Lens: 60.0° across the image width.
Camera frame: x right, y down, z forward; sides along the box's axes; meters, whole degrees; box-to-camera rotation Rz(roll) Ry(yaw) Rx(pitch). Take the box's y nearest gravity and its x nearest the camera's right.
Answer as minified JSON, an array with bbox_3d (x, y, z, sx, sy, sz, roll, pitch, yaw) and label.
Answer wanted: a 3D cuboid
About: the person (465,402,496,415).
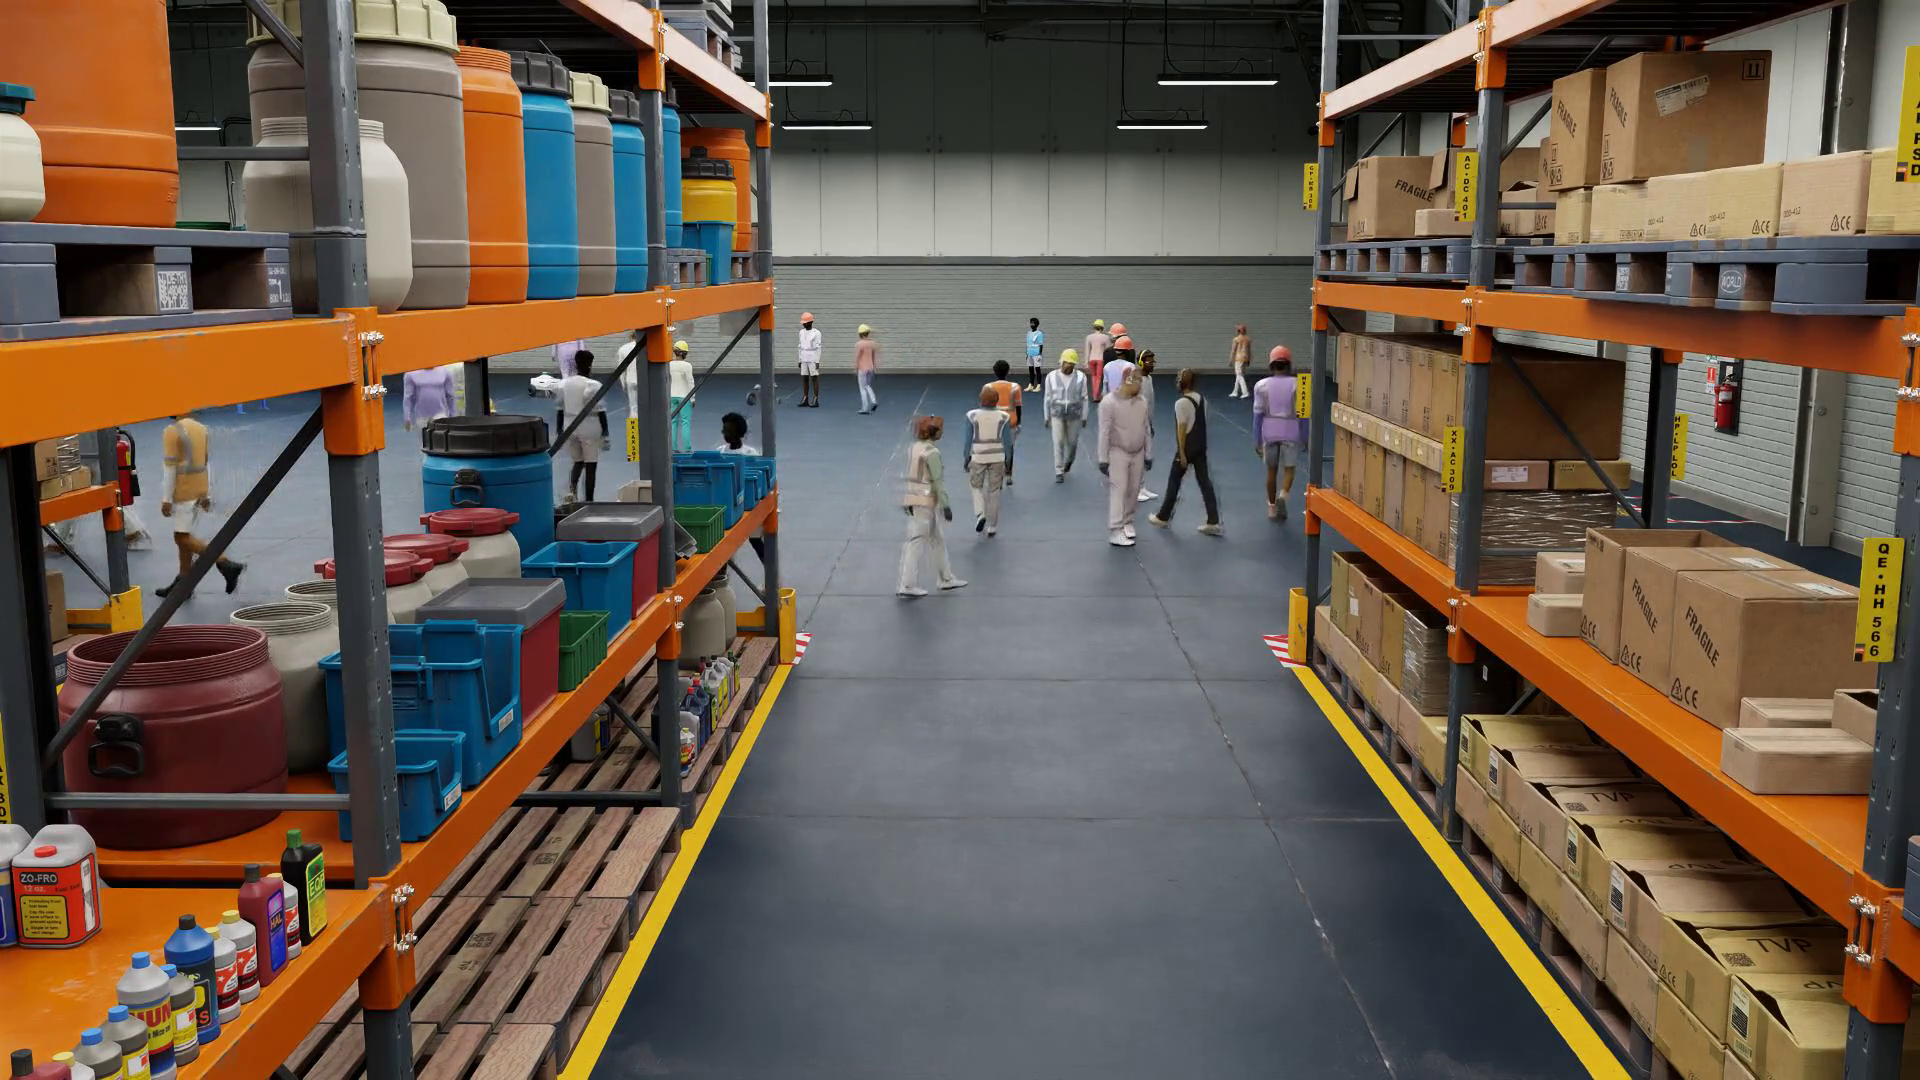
[{"bbox_3d":[-4.220,-0.374,14.637,0.845,1.788,0.619,7,12,38],"label":"person"}]

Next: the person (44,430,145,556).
[{"bbox_3d":[-8.895,-0.806,16.939,1.009,1.900,0.648,-4,10,-21],"label":"person"}]

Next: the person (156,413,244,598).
[{"bbox_3d":[-6.714,-0.424,14.564,0.771,1.921,0.549,0,9,1],"label":"person"}]

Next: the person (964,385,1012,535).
[{"bbox_3d":[0.306,-0.859,18.027,0.534,1.623,0.370,0,9,-1],"label":"person"}]

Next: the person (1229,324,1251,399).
[{"bbox_3d":[6.107,-3.897,36.266,0.533,1.613,0.702,-8,12,-39],"label":"person"}]

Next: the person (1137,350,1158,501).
[{"bbox_3d":[2.298,-1.436,20.758,0.313,1.869,0.538,5,11,28],"label":"person"}]

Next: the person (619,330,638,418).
[{"bbox_3d":[-5.280,-2.570,27.434,0.633,1.916,0.743,-1,9,-4],"label":"person"}]

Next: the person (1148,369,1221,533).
[{"bbox_3d":[2.521,-0.981,18.279,0.517,1.798,0.959,-7,12,-38],"label":"person"}]

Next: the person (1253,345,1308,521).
[{"bbox_3d":[3.621,-1.190,18.840,0.626,2.020,0.741,3,10,17],"label":"person"}]

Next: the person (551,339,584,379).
[{"bbox_3d":[-8.658,-4.084,36.584,0.681,1.875,0.727,-4,10,-23],"label":"person"}]

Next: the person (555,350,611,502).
[{"bbox_3d":[-4.404,-1.244,19.394,0.729,1.938,0.514,3,10,20],"label":"person"}]

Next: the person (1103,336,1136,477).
[{"bbox_3d":[2.234,-1.838,22.960,0.543,1.939,0.370,8,13,41],"label":"person"}]

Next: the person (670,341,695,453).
[{"bbox_3d":[-4.260,-2.165,25.457,0.522,1.762,0.320,6,11,30],"label":"person"}]

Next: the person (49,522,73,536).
[{"bbox_3d":[-9.943,-1.010,18.183,0.822,1.883,0.650,7,12,38],"label":"person"}]

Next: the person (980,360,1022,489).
[{"bbox_3d":[0.536,-1.528,21.859,0.552,1.671,0.683,0,9,-1],"label":"person"}]

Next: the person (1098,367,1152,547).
[{"bbox_3d":[1.789,-0.902,17.627,0.699,1.862,0.735,-6,11,-33],"label":"person"}]

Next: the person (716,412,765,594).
[{"bbox_3d":[-1.929,-0.299,14.590,0.540,1.653,0.894,6,11,34],"label":"person"}]

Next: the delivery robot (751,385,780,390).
[{"bbox_3d":[-4.058,-3.258,34.670,0.335,0.223,0.698,6,12,34],"label":"delivery robot"}]

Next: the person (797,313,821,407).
[{"bbox_3d":[-3.104,-3.691,34.091,0.542,1.928,0.374,6,11,32],"label":"person"}]

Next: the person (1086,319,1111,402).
[{"bbox_3d":[2.986,-3.824,35.478,0.530,1.737,0.803,6,11,30],"label":"person"}]

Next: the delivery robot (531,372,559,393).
[{"bbox_3d":[-9.143,-3.460,36.662,0.707,0.478,0.477,9,13,43],"label":"delivery robot"}]

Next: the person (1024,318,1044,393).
[{"bbox_3d":[1.686,-4.221,37.959,0.316,1.696,0.541,-7,12,-38],"label":"person"}]

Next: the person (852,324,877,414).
[{"bbox_3d":[-1.878,-3.343,32.545,0.359,1.755,0.525,9,13,42],"label":"person"}]

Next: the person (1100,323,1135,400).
[{"bbox_3d":[2.482,-2.406,26.185,0.622,1.996,0.370,-6,11,-31],"label":"person"}]

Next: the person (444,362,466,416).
[{"bbox_3d":[-7.211,-1.980,24.139,0.656,1.828,0.452,9,13,43],"label":"person"}]

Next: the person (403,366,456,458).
[{"bbox_3d":[-6.905,-1.596,21.672,0.651,1.886,1.045,-2,10,-13],"label":"person"}]

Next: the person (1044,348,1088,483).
[{"bbox_3d":[1.435,-1.713,22.632,0.610,1.809,0.658,0,9,1],"label":"person"}]

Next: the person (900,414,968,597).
[{"bbox_3d":[-0.206,-0.304,14.730,0.756,1.604,0.542,-3,10,-16],"label":"person"}]
